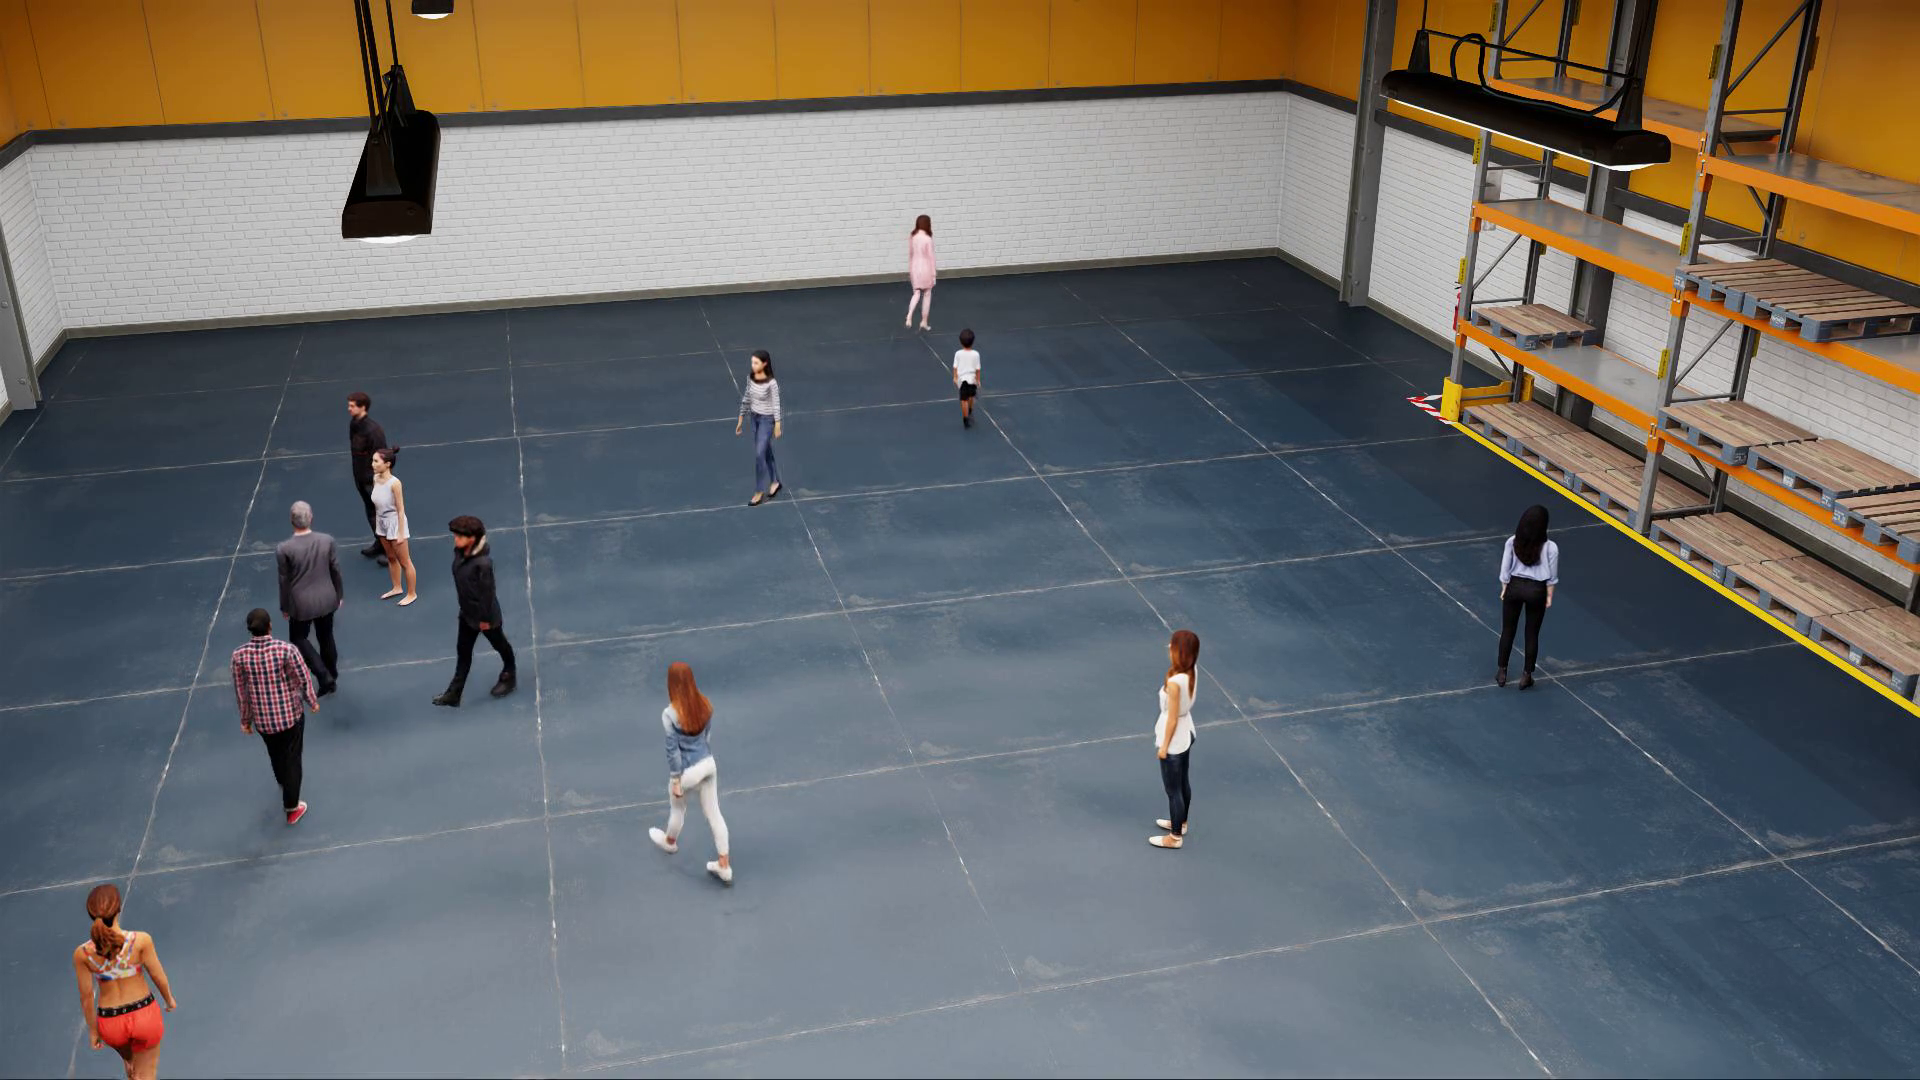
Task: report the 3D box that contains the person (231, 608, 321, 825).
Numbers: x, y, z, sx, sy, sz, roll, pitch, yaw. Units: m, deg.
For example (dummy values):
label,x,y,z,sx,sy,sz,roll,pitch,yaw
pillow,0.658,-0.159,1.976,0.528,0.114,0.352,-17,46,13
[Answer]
label,x,y,z,sx,sy,sz,roll,pitch,yaw
person,-5.238,1.372,12.721,0.800,1.741,0.974,-1,24,-2

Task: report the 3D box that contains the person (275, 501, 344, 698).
label,x,y,z,sx,sy,sz,roll,pitch,yaw
person,-5.620,0.559,14.482,0.914,1.821,0.984,-19,30,-37

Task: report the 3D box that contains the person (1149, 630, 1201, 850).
label,x,y,z,sx,sy,sz,roll,pitch,yaw
person,1.634,1.482,12.417,0.730,1.785,0.652,10,26,22

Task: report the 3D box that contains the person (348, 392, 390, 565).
label,x,y,z,sx,sy,sz,roll,pitch,yaw
person,-6.087,-0.662,17.252,0.855,1.839,0.706,-22,32,-40

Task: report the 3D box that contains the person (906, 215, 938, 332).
label,x,y,z,sx,sy,sz,roll,pitch,yaw
person,-0.620,-3.941,24.820,0.899,1.788,0.956,13,27,28

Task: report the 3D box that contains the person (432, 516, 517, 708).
label,x,y,z,sx,sy,sz,roll,pitch,yaw
person,-4.125,0.596,14.508,1.097,1.733,1.111,15,28,31

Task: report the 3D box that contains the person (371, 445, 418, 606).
label,x,y,z,sx,sy,sz,roll,pitch,yaw
person,-5.585,-0.148,16.374,0.656,1.602,0.730,17,29,34

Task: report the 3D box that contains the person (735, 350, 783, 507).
label,x,y,z,sx,sy,sz,roll,pitch,yaw
person,-2.171,-1.304,18.801,0.876,1.775,0.897,20,30,37

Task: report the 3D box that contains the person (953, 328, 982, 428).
label,x,y,z,sx,sy,sz,roll,pitch,yaw
person,0.090,-2.039,21.159,0.603,1.234,0.871,-2,24,-4

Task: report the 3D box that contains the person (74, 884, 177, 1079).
label,x,y,z,sx,sy,sz,roll,pitch,yaw
person,-4.711,2.797,9.425,0.605,1.771,0.819,-7,25,-16

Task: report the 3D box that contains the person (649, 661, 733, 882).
label,x,y,z,sx,sy,sz,roll,pitch,yaw
person,-1.872,1.723,12.026,1.157,1.657,0.979,20,31,38

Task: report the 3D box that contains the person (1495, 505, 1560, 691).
label,x,y,z,sx,sy,sz,roll,pitch,yaw
person,4.999,0.500,14.713,0.729,1.744,0.765,10,26,22
